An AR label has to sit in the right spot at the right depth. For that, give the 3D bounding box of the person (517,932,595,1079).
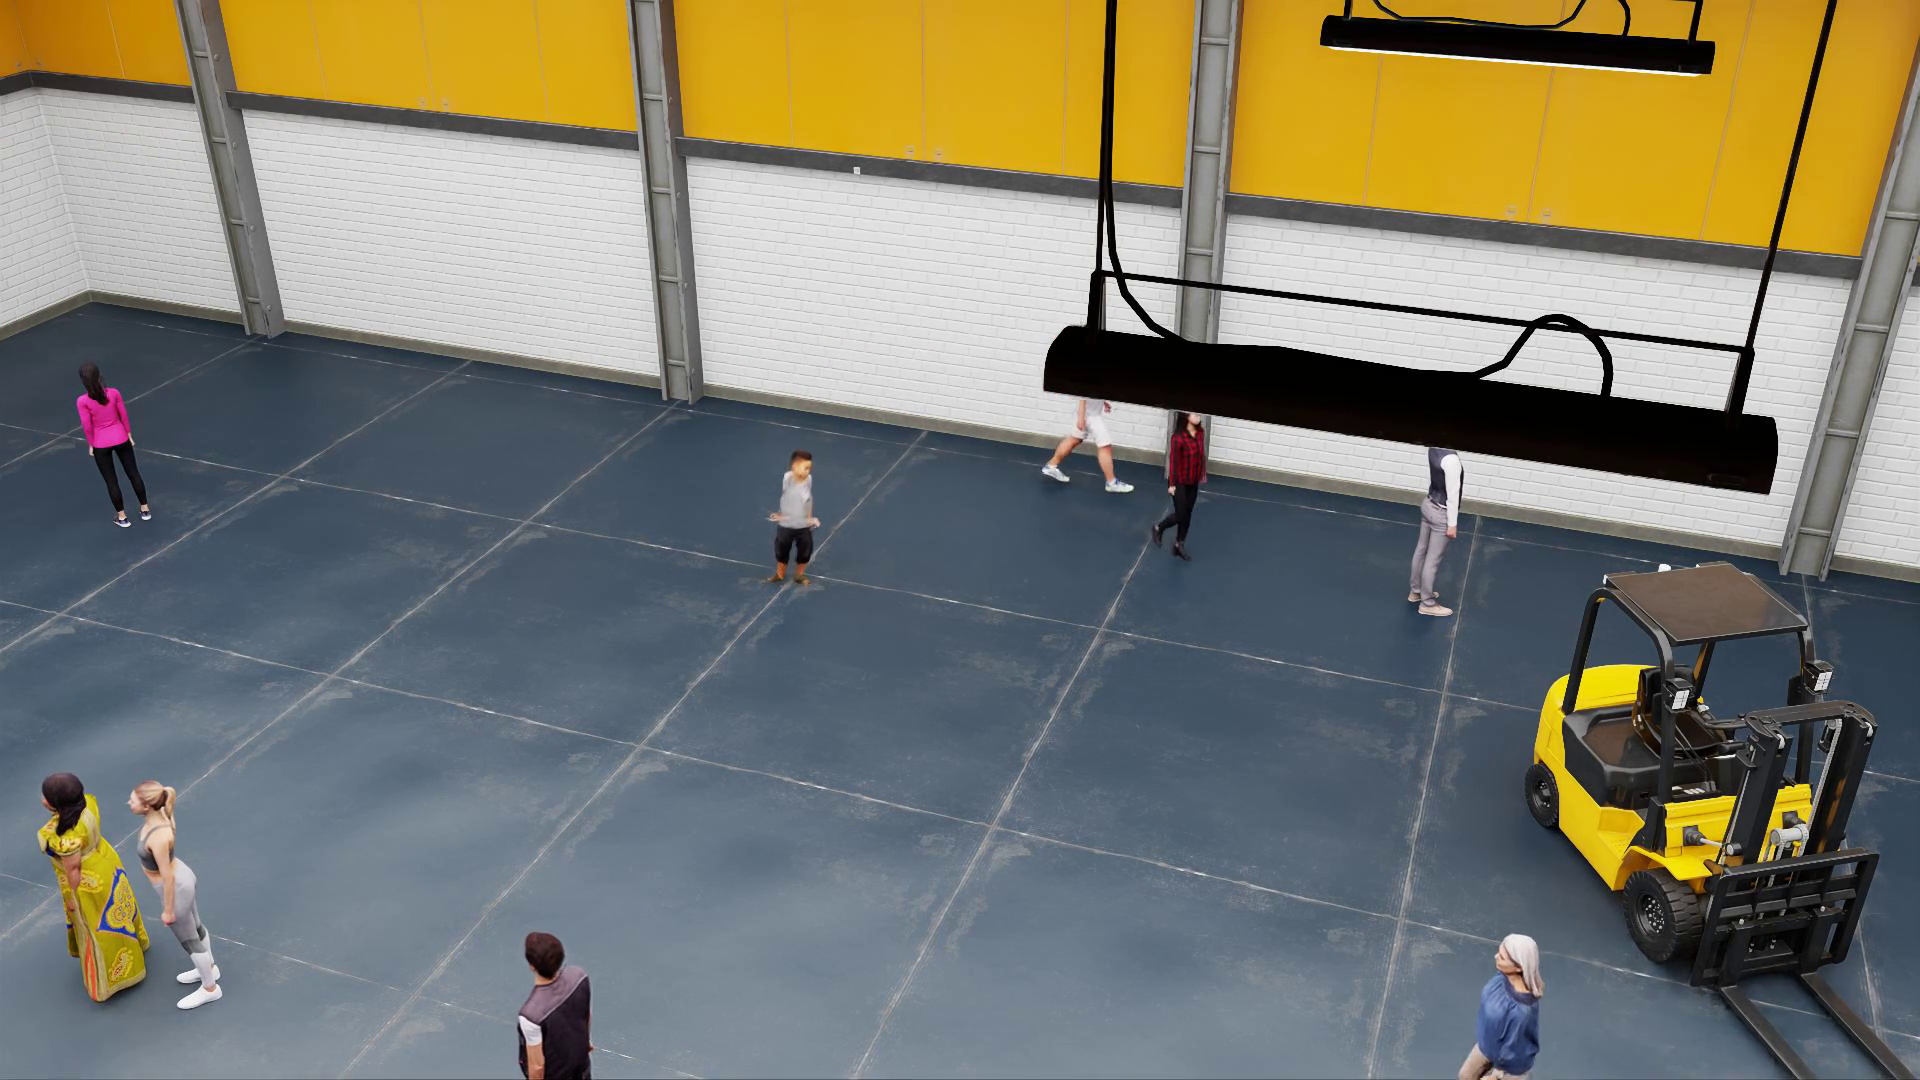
[{"bbox_3d":[-2.195,2.900,9.160,0.613,1.848,0.695,14,32,24],"label":"person"}]

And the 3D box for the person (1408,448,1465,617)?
[{"bbox_3d":[4.278,-0.259,14.856,0.730,1.938,0.741,-3,29,-6],"label":"person"}]

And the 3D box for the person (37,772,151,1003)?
[{"bbox_3d":[-5.599,2.171,10.693,1.001,1.659,0.995,-5,29,-10],"label":"person"}]

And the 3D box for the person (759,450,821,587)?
[{"bbox_3d":[-1.565,-0.237,15.343,0.700,1.435,0.861,0,29,0],"label":"person"}]

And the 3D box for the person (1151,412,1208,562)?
[{"bbox_3d":[2.061,-0.587,15.769,0.802,1.641,0.720,24,37,37],"label":"person"}]

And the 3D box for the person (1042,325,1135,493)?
[{"bbox_3d":[1.230,-1.345,16.978,1.240,1.813,0.780,7,29,12],"label":"person"}]

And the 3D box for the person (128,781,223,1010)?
[{"bbox_3d":[-4.973,2.223,10.554,0.716,1.703,0.666,-10,30,-18],"label":"person"}]

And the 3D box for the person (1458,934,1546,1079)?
[{"bbox_3d":[3.147,2.900,9.327,0.698,1.688,0.696,2,29,3],"label":"person"}]

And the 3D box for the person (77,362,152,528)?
[{"bbox_3d":[-8.359,-0.950,16.374,0.671,1.698,0.683,-25,37,-38],"label":"person"}]
